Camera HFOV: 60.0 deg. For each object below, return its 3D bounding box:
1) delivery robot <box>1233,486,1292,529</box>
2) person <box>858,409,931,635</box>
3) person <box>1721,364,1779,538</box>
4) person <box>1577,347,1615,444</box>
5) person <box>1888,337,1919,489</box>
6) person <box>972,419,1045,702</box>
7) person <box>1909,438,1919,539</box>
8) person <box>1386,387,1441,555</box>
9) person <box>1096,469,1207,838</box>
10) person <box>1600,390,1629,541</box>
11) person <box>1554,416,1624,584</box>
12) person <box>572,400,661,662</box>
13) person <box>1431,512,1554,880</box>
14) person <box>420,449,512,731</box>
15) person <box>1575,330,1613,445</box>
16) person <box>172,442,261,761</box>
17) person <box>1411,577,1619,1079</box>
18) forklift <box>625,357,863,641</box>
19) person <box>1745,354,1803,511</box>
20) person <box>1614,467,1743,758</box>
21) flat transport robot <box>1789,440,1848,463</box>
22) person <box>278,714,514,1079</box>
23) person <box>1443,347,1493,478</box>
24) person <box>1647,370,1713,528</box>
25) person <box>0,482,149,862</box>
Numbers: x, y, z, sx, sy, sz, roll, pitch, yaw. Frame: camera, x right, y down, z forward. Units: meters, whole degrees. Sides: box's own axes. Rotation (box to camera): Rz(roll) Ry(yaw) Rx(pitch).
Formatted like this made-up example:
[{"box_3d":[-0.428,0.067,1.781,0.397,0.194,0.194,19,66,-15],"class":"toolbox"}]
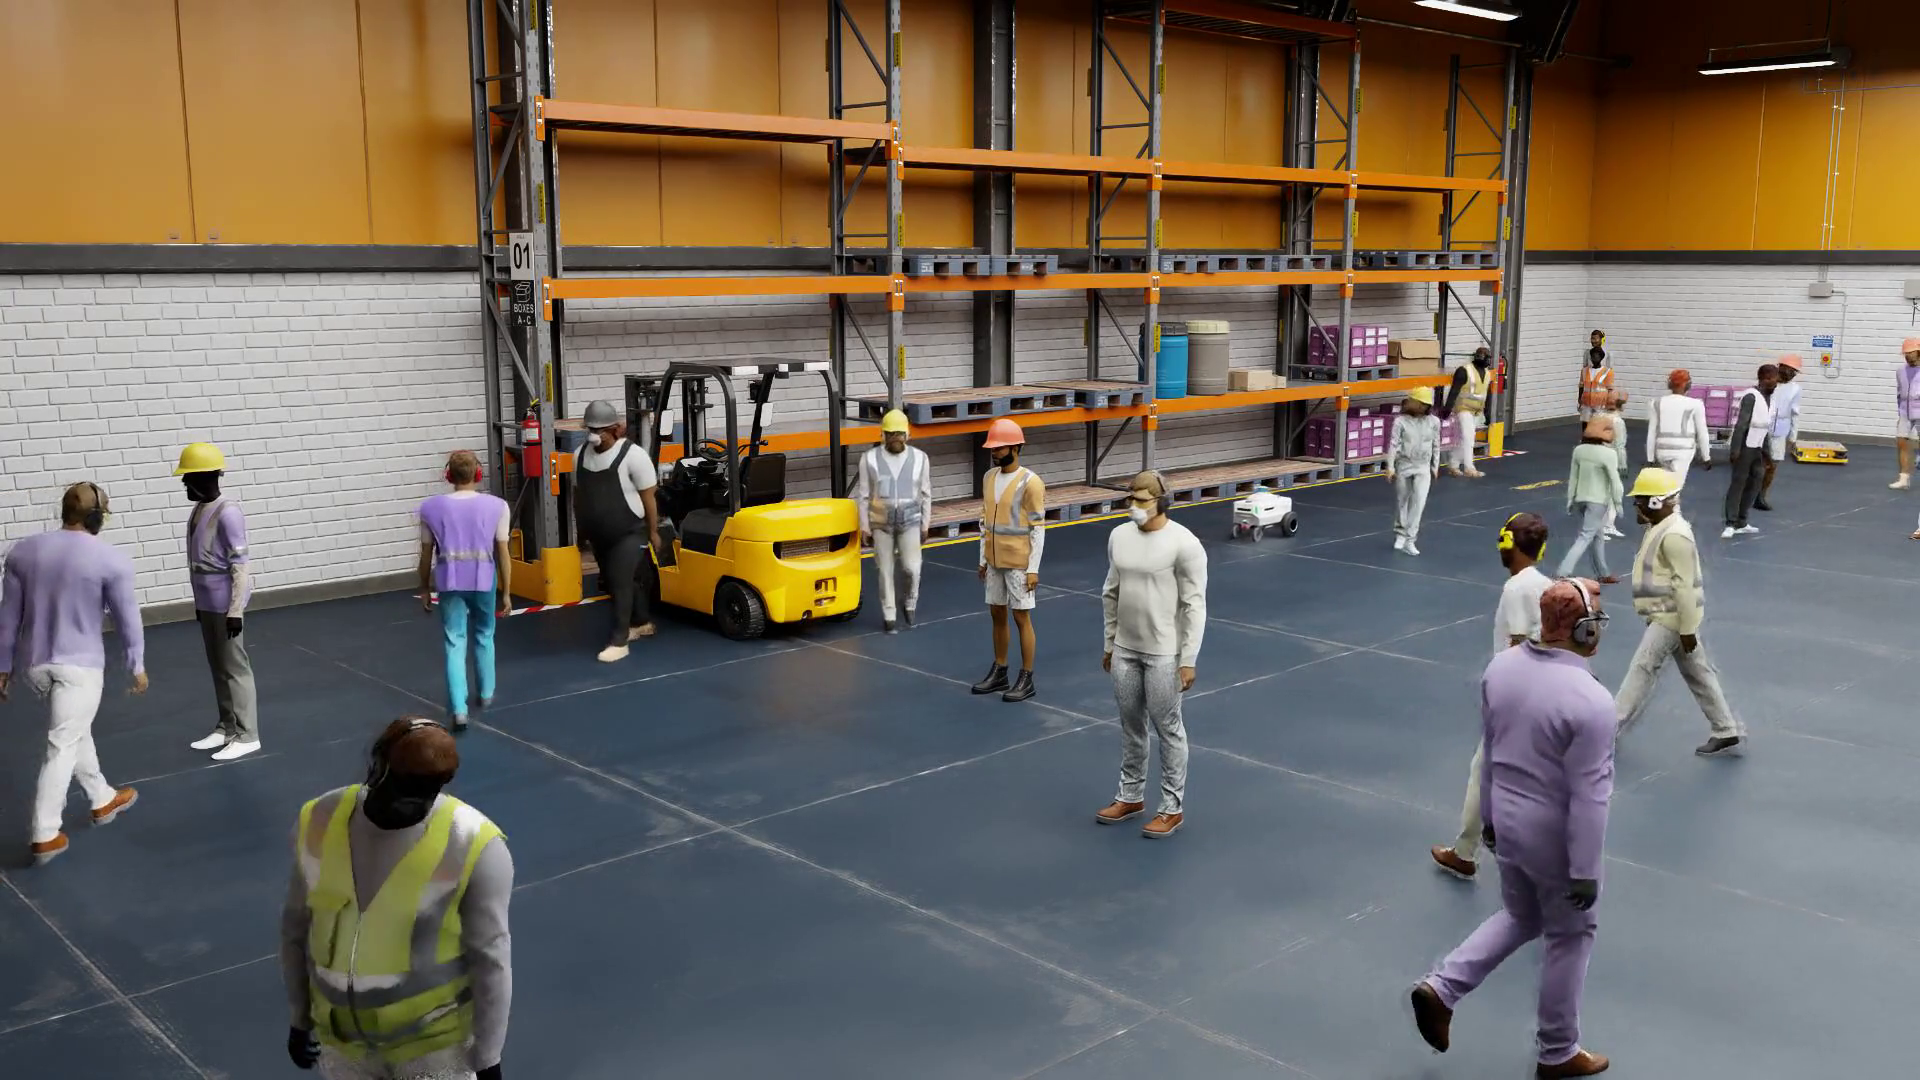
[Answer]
[{"box_3d":[3.258,-0.336,17.916,0.477,0.478,0.707,9,13,43],"class":"delivery robot"},{"box_3d":[-0.524,-0.141,13.333,0.589,1.822,0.408,-1,10,-5],"class":"person"},{"box_3d":[8.524,-0.965,18.038,0.744,1.878,0.384,-9,13,-43],"class":"person"},{"box_3d":[9.419,-2.018,24.699,0.316,1.695,0.542,-9,13,-43],"class":"person"},{"box_3d":[12.586,-1.661,21.745,0.920,2.004,0.641,-5,11,-25],"class":"person"},{"box_3d":[0.317,0.138,11.373,0.362,1.935,0.553,-9,13,-43],"class":"person"},{"box_3d":[10.463,-0.906,17.698,0.313,1.864,0.538,-9,13,-43],"class":"person"},{"box_3d":[4.640,-0.719,17.063,0.561,1.702,0.720,2,10,12],"class":"person"},{"box_3d":[0.993,0.589,8.743,0.361,1.935,0.639,-9,13,-43],"class":"person"},{"box_3d":[6.970,-0.786,17.692,0.572,1.613,0.538,0,10,2],"class":"person"},{"box_3d":[5.748,-0.339,15.176,0.846,1.596,0.502,-4,10,-22],"class":"person"},{"box_3d":[-2.596,-0.152,12.770,0.700,2.000,0.884,5,11,29],"class":"person"},{"box_3d":[2.625,0.777,7.994,0.603,1.813,0.770,-9,13,-42],"class":"person"},{"box_3d":[-3.214,0.304,10.845,0.580,1.795,0.999,-3,10,-16],"class":"person"},{"box_3d":[10.139,-2.418,26.551,0.313,1.864,0.538,-9,13,-43],"class":"person"},{"box_3d":[-4.502,0.367,10.064,0.373,1.925,0.595,-9,13,-43],"class":"person"},{"box_3d":[2.073,1.070,6.053,0.654,1.893,0.654,-3,10,-19],"class":"person"},{"box_3d":[-1.847,-0.414,13.852,1.214,2.155,2.313,-9,13,-42],"class":"forklift"},{"box_3d":[9.656,-1.277,19.845,0.676,1.872,0.402,2,10,11],"class":"person"},{"box_3d":[4.311,0.444,10.098,1.002,1.766,0.599,3,10,19],"class":"person"},{"box_3d":[12.809,-1.327,24.823,0.652,0.197,1.431,4,10,21],"class":"flat transport robot"},{"box_3d":[-1.552,1.360,4.630,0.670,1.814,0.465,2,10,10],"class":"person"},{"box_3d":[7.049,-1.745,22.839,0.701,1.790,0.751,-7,12,-36],"class":"person"},{"box_3d":[7.657,-0.897,17.746,0.980,1.836,0.596,-8,13,-39],"class":"person"},{"box_3d":[-4.563,0.643,8.608,0.642,1.866,0.972,1,10,5],"class":"person"}]
